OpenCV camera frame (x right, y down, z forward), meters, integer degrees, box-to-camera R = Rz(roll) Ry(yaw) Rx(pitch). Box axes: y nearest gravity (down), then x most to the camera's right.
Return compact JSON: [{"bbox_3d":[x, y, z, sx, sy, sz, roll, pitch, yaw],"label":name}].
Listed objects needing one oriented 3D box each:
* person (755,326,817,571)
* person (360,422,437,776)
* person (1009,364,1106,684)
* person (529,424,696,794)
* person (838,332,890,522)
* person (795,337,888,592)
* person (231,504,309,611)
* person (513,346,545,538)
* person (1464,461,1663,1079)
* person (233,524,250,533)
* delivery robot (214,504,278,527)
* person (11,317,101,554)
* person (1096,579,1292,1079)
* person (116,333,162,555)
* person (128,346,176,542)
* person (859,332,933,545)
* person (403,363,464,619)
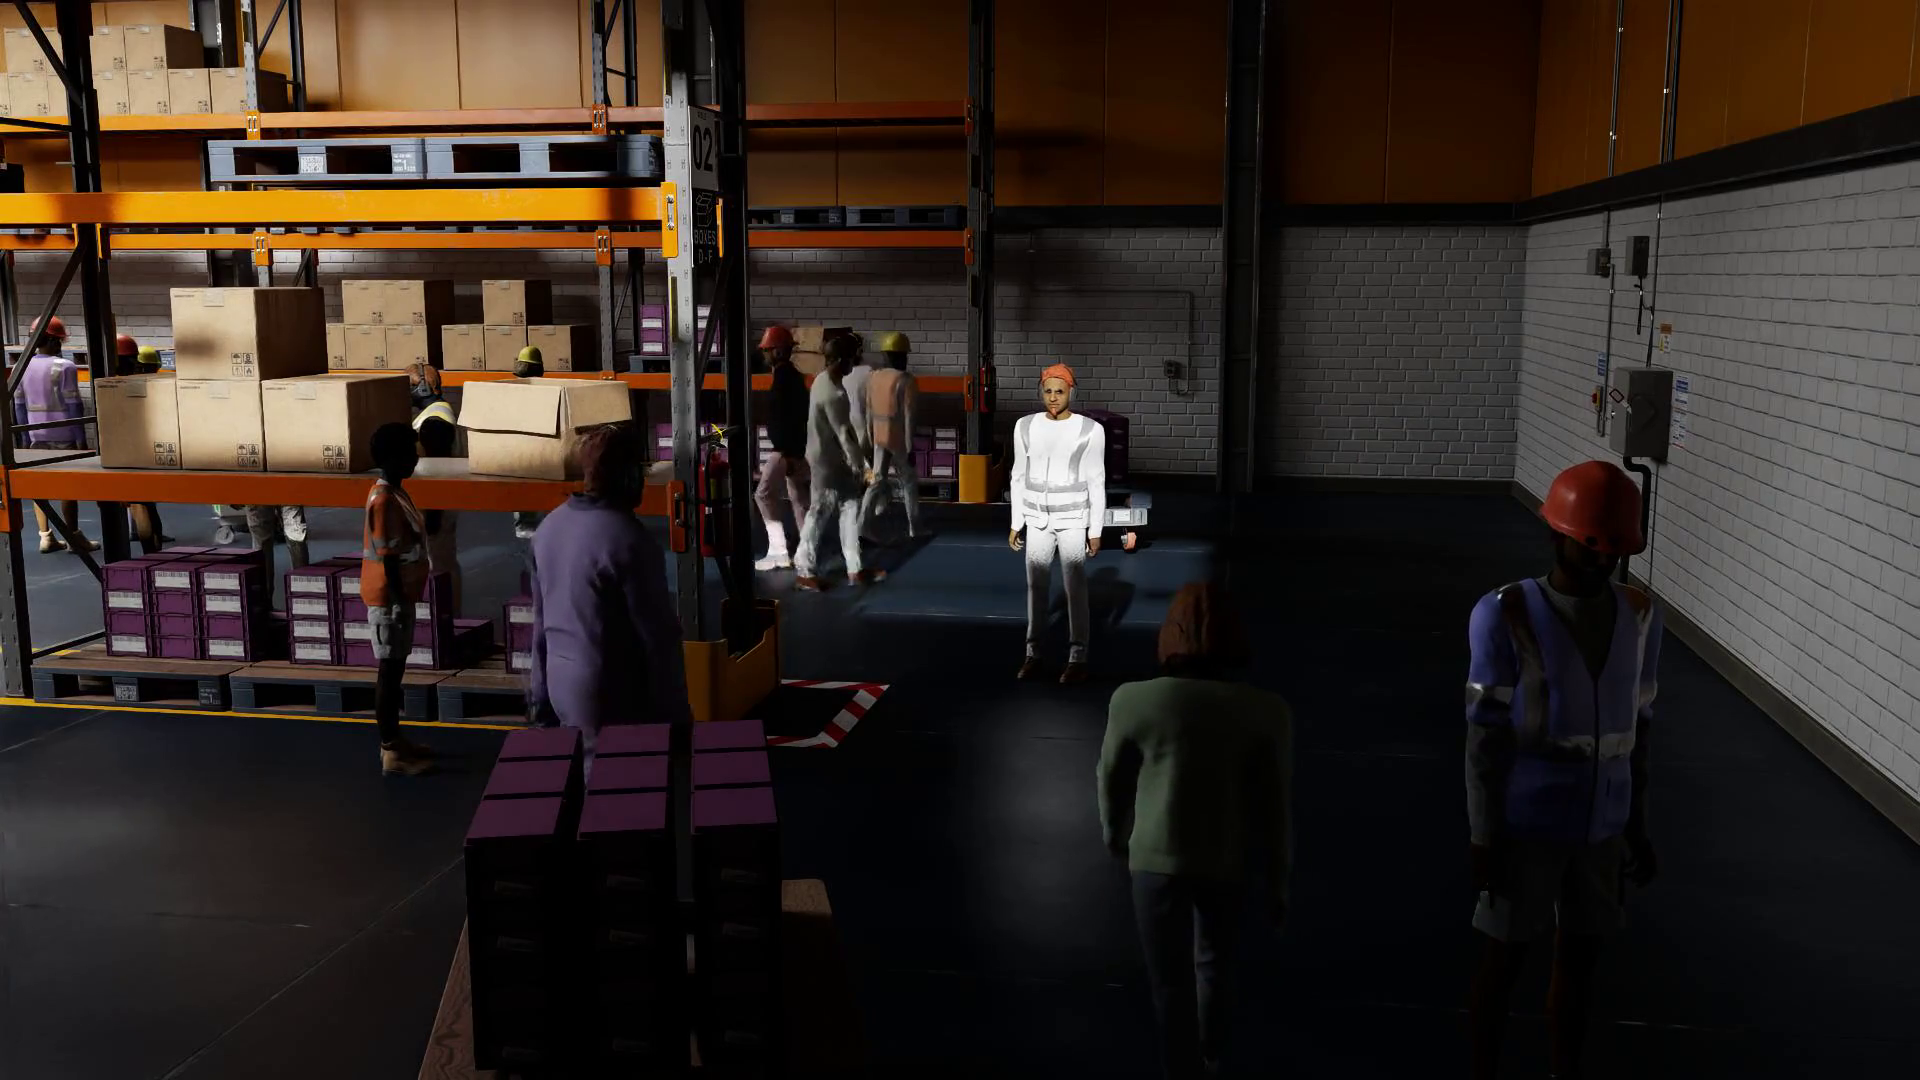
[{"bbox_3d":[-1.454,-0.729,13.399,0.649,1.975,0.620,2,9,10],"label":"person"},{"bbox_3d":[-2.718,0.279,8.018,0.322,1.696,0.530,-3,10,-17],"label":"person"},{"bbox_3d":[0.572,-0.094,9.779,0.580,1.879,0.347,4,10,25],"label":"person"},{"bbox_3d":[-1.166,0.546,5.768,0.601,1.886,0.659,-8,12,-40],"label":"person"},{"bbox_3d":[-0.935,-1.066,15.907,0.540,1.842,0.634,-9,13,-43],"label":"person"},{"bbox_3d":[-0.912,-0.564,12.552,0.768,1.909,0.672,-1,9,-4],"label":"person"},{"bbox_3d":[-4.918,-0.411,11.873,0.587,1.835,0.404,-7,11,-36],"label":"person"},{"bbox_3d":[-3.907,-0.892,15.156,0.313,1.738,0.483,1,9,5],"label":"person"},{"bbox_3d":[1.606,0.745,4.414,0.543,1.928,0.370,-2,9,-12],"label":"person"},{"bbox_3d":[-6.864,-1.037,15.538,0.897,1.897,0.557,8,12,40],"label":"person"},{"bbox_3d":[-6.296,-0.306,14.889,0.707,0.478,0.477,-4,10,-22],"label":"delivery robot"},{"bbox_3d":[-7.739,-0.890,14.234,0.605,2.033,0.398,2,9,11],"label":"person"},{"bbox_3d":[0.634,0.889,4.593,0.502,1.579,0.895,-1,9,-4],"label":"person"},{"bbox_3d":[-6.454,-0.634,12.941,0.373,1.934,0.551,-2,9,-11],"label":"person"},{"bbox_3d":[-7.239,-0.847,14.819,0.518,1.756,0.348,6,11,31],"label":"person"},{"bbox_3d":[-0.609,-0.897,14.757,0.598,1.886,0.964,6,11,35],"label":"person"},{"bbox_3d":[-3.391,-0.217,10.679,0.429,1.837,0.625,-4,10,-21],"label":"person"}]
